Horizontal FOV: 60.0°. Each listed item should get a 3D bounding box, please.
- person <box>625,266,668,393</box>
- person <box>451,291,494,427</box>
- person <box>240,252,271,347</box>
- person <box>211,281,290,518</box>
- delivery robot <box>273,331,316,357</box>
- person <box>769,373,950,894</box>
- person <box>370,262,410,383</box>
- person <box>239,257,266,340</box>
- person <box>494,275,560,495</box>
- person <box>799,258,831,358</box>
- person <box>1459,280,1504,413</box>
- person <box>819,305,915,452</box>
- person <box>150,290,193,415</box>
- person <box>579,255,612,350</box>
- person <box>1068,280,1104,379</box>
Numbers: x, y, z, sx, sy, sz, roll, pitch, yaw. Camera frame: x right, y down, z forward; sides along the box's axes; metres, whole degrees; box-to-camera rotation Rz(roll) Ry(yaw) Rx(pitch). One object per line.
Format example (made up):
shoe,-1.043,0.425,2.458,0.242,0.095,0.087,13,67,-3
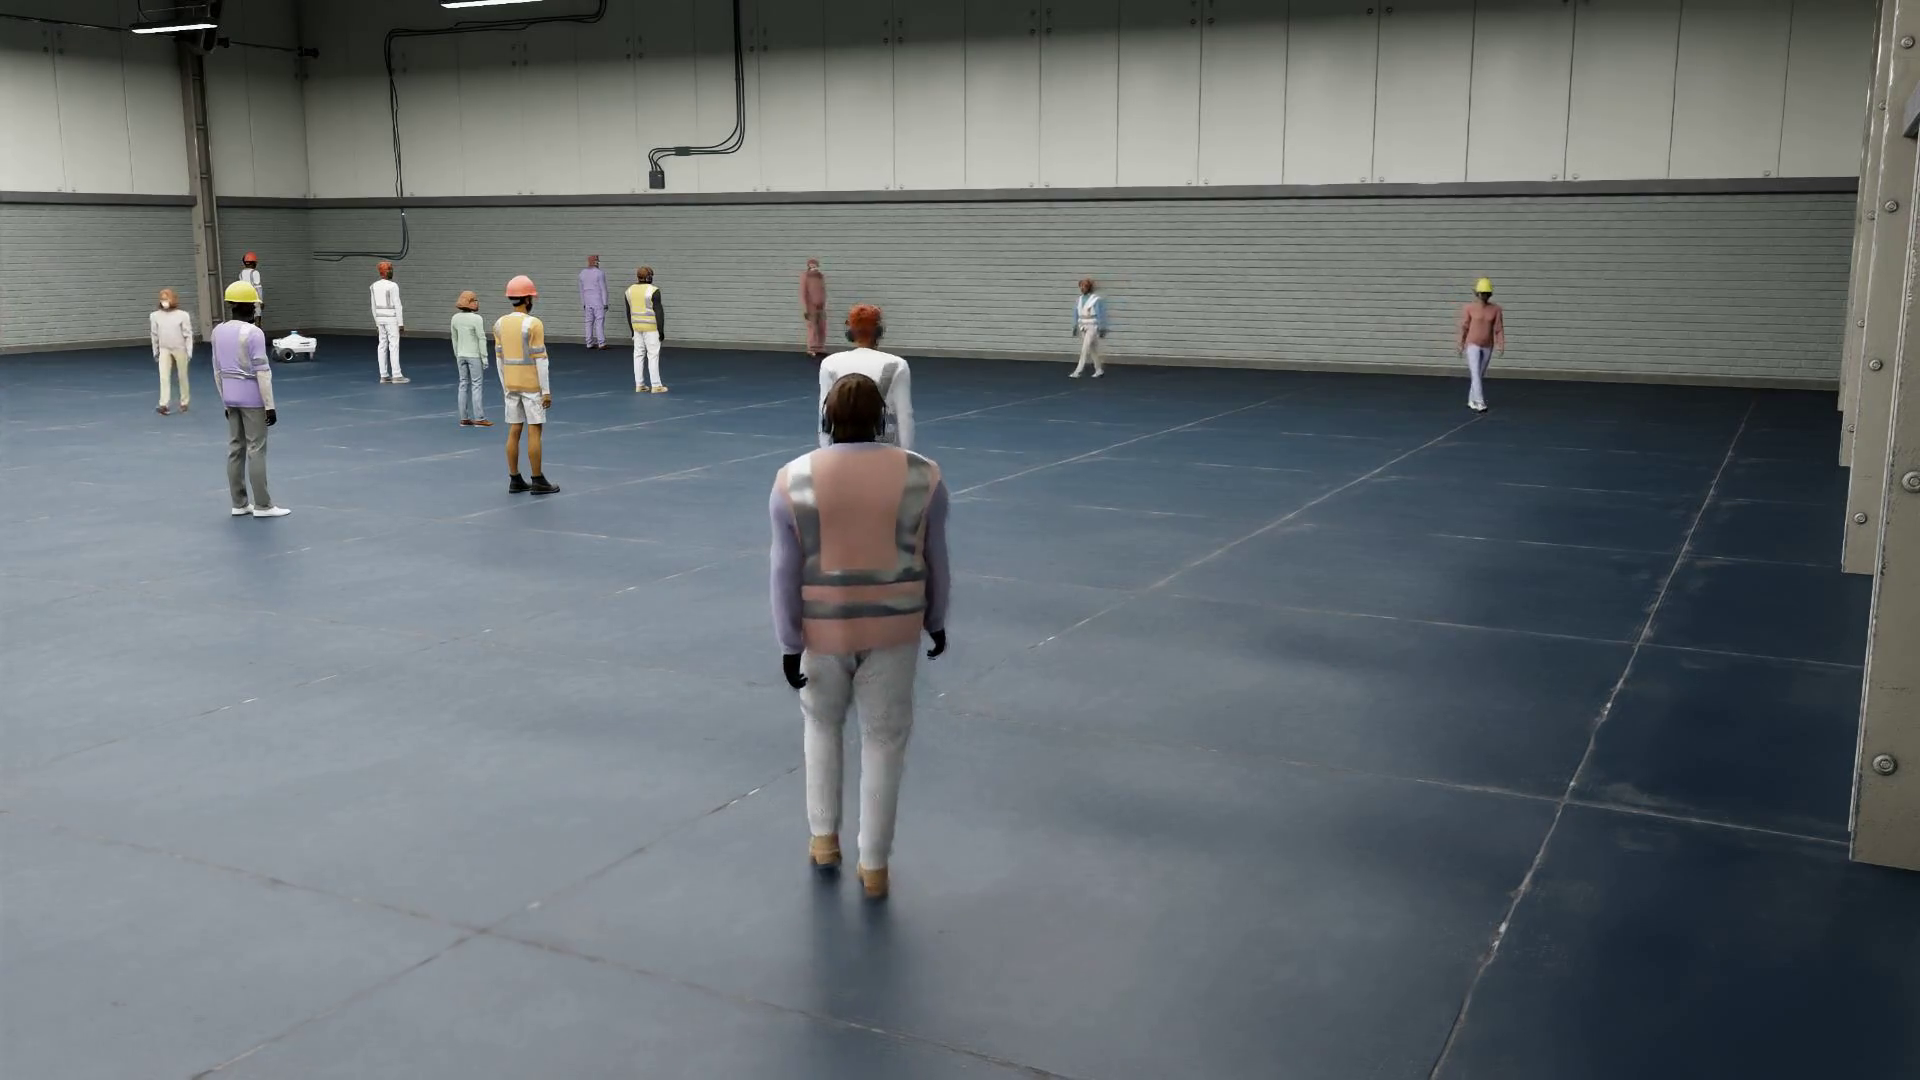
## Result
person,-4.580,-3.076,24.365,0.626,1.844,0.429,5,12,26
person,-5.887,-2.177,20.028,0.500,1.633,0.282,5,12,26
person,-14.534,-4.937,34.235,0.545,1.942,0.350,5,12,26
person,-5.806,-1.137,13.555,0.587,1.927,0.367,5,12,26
delivery robot,-12.076,-3.549,30.194,0.707,0.478,0.477,-10,14,-43
person,-0.348,0.314,5.937,0.631,1.822,0.643,-1,10,-4
person,-8.891,-3.380,25.902,0.575,1.885,0.355,5,12,26
person,-15.450,-5.269,36.245,0.513,1.872,0.328,5,12,26
person,-3.855,-1.367,14.768,0.545,1.942,0.350,5,12,26
person,-2.728,-4.328,31.127,0.459,1.864,0.690,10,14,42
person,6.819,-2.533,21.721,0.542,1.712,0.903,-1,10,-3
person,-0.582,-0.510,10.312,0.615,1.871,0.345,2,11,11
person,-10.106,-2.395,21.304,0.523,1.585,0.825,-2,11,-10
person,-7.331,-4.778,33.467,0.642,1.909,0.409,5,12,26
person,2.057,-3.394,26.787,0.887,1.587,0.512,-8,13,-38
